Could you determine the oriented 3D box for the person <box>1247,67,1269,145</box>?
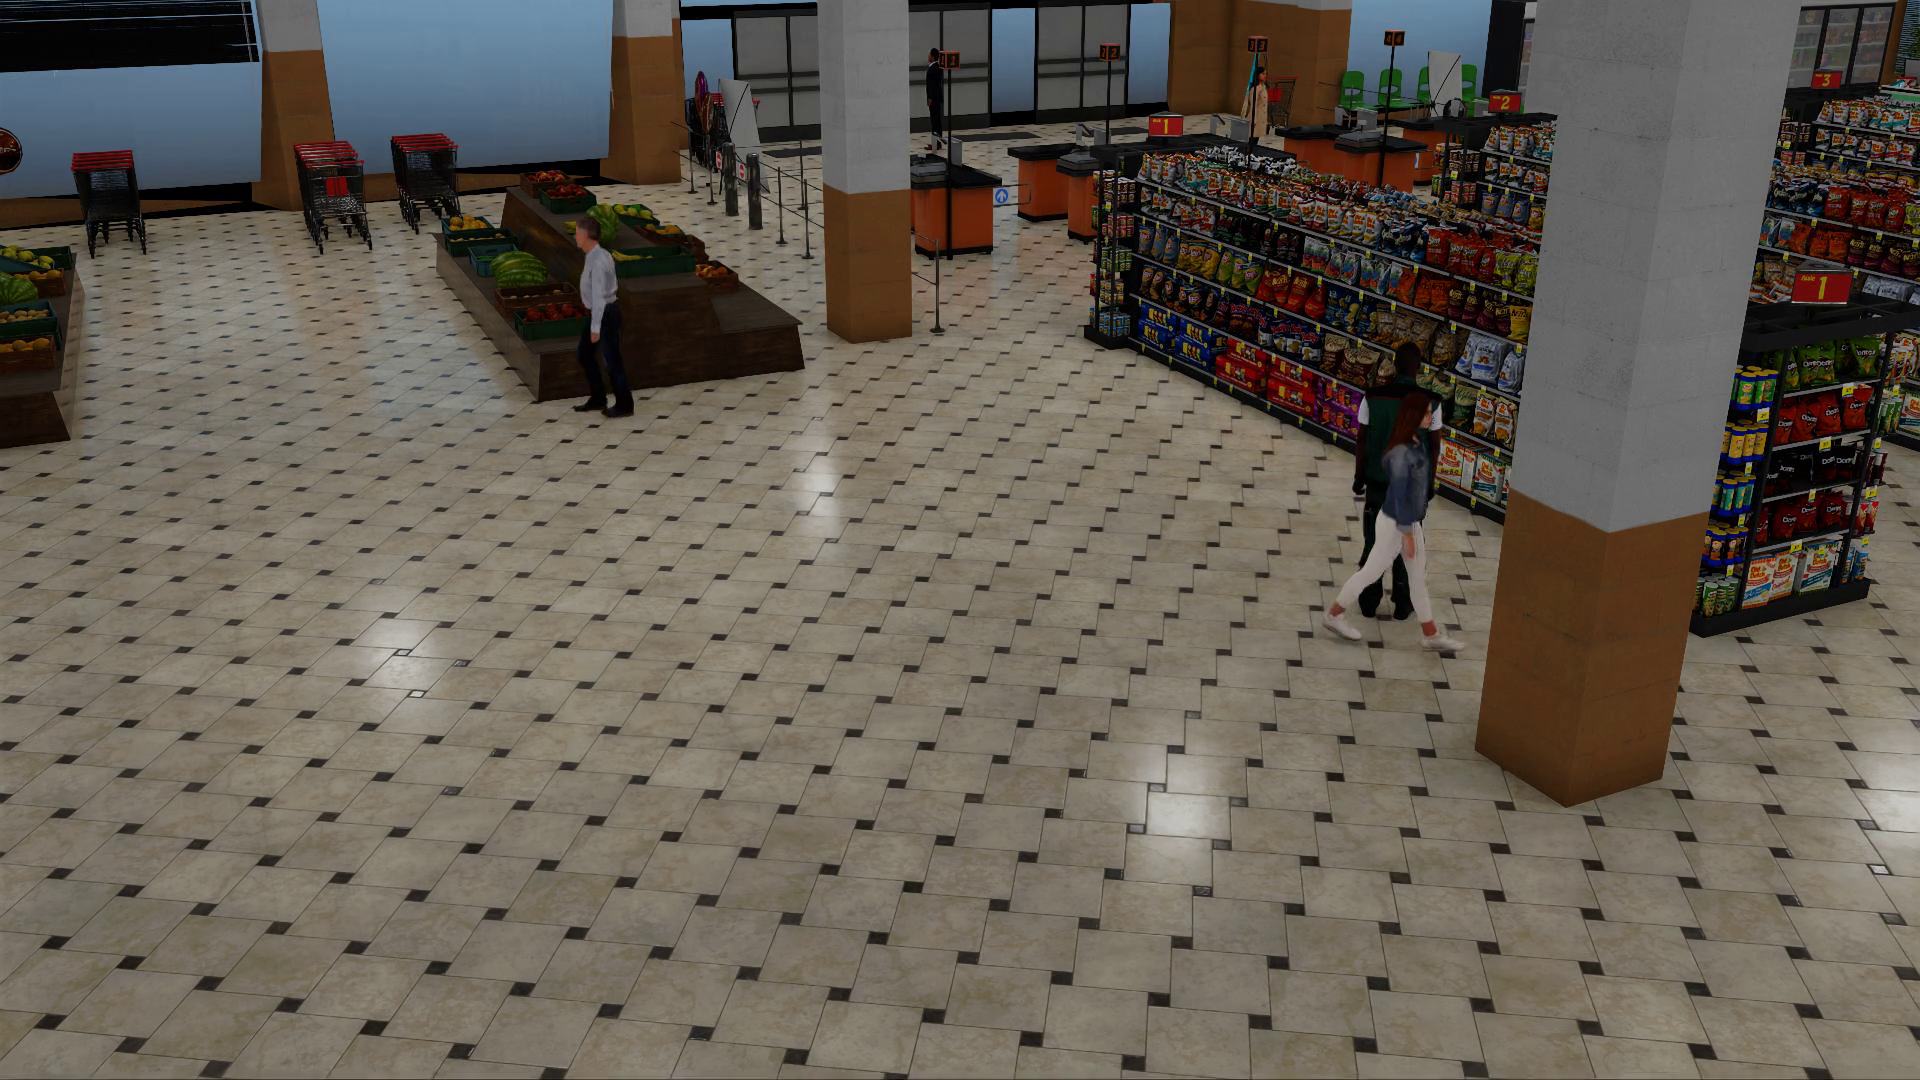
[{"bbox_3d":[4.769,-6.765,26.818,0.734,1.682,0.713,12,25,27],"label":"person"}]

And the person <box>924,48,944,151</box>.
[{"bbox_3d":[-0.435,-7.734,29.167,0.767,1.728,0.683,5,23,13],"label":"person"}]

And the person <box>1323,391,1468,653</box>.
[{"bbox_3d":[2.607,-0.090,10.241,1.210,1.656,1.042,12,25,28],"label":"person"}]

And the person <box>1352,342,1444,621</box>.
[{"bbox_3d":[2.805,-0.378,10.712,0.777,1.839,0.828,6,23,16],"label":"person"}]

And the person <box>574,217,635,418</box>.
[{"bbox_3d":[-3.058,-1.951,14.688,0.816,1.792,0.760,-6,23,-14],"label":"person"}]
